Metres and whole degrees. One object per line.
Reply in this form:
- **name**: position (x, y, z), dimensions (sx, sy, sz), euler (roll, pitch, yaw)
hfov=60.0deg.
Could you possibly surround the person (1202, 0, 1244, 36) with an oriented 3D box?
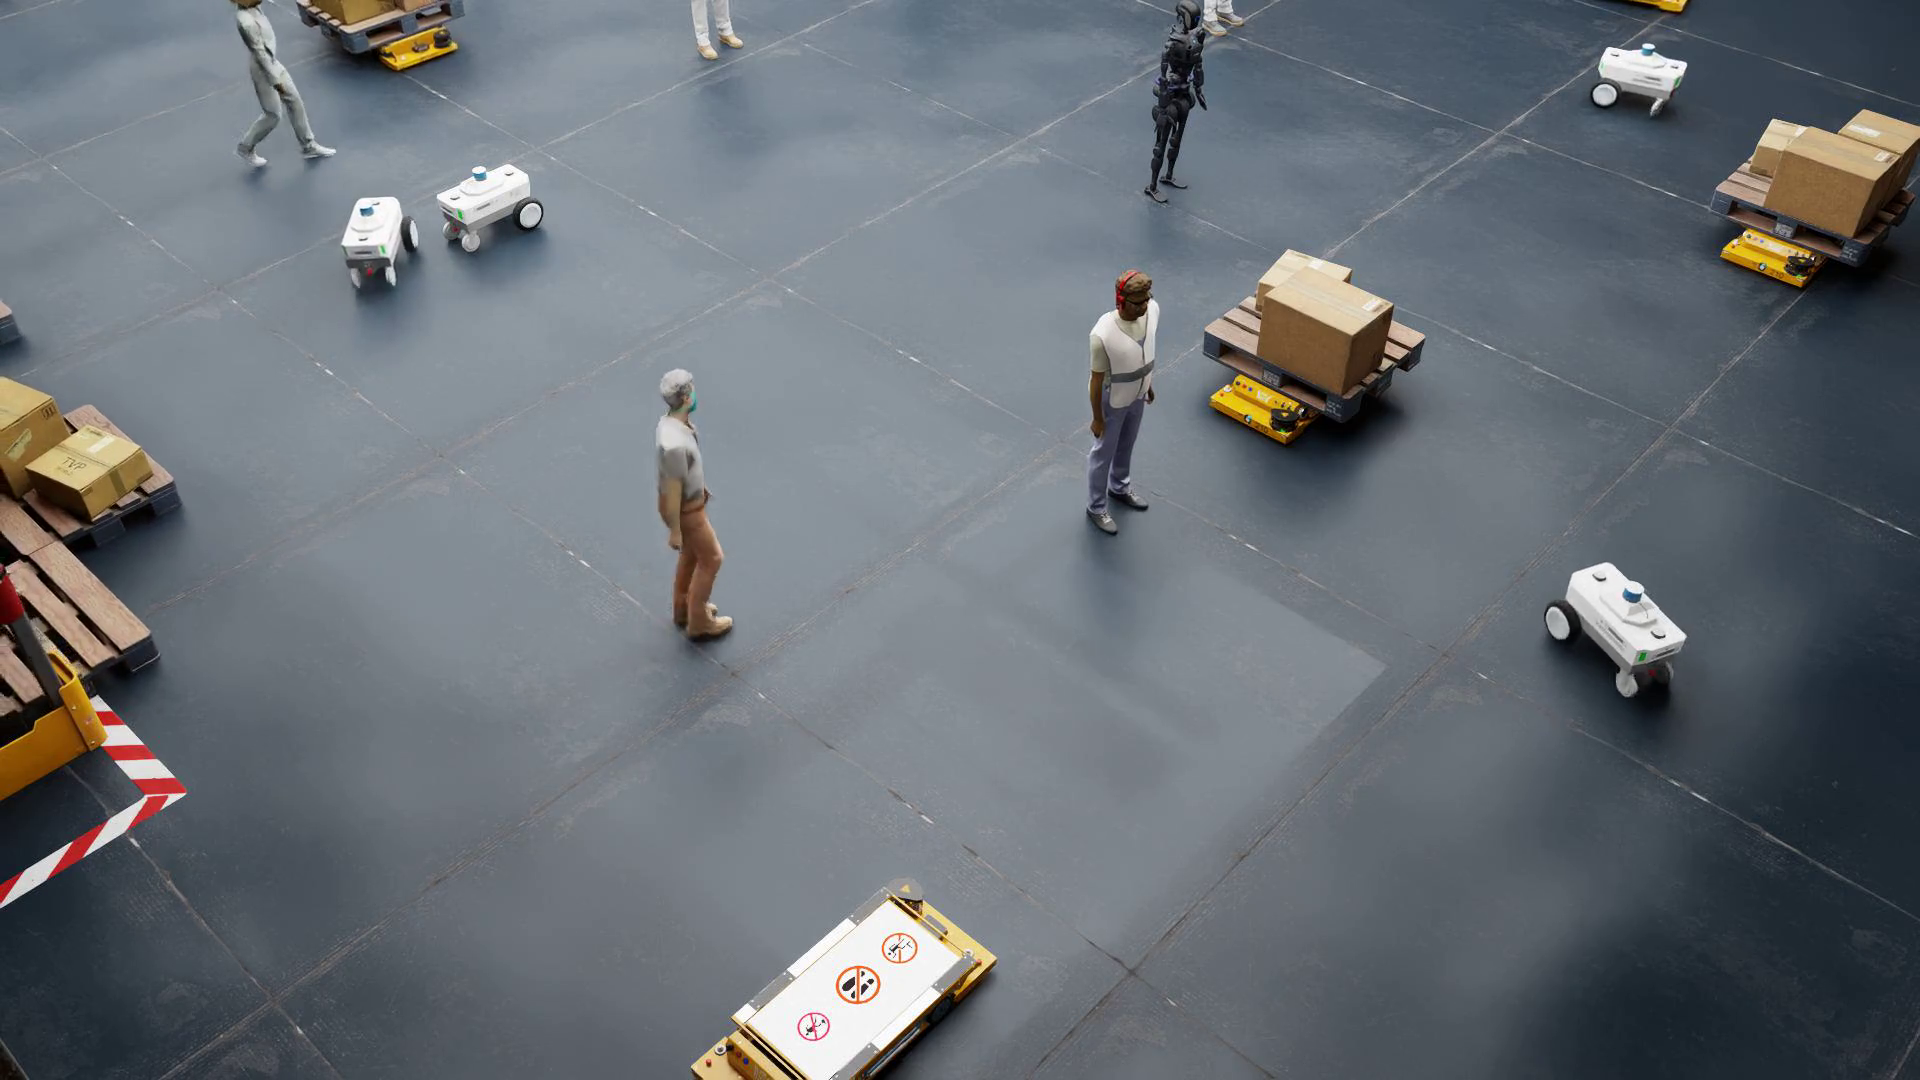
- **person**: position (2.558, -5.740, 15.699), dimensions (0.348, 1.882, 0.582), euler (31, 51, 30)

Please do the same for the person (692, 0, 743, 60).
- **person**: position (-2.311, -5.392, 15.341), dimensions (0.429, 1.846, 0.632), euler (31, 51, 30)

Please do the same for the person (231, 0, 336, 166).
- **person**: position (-5.794, -3.887, 13.763), dimensions (0.735, 1.710, 0.483), euler (-6, 42, -7)

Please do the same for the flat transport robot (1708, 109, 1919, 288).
- **flat transport robot**: position (6.719, -2.492, 13.295), dimensions (0.659, 0.231, 1.431), euler (32, 51, 30)

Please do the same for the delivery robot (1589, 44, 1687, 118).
- **delivery robot**: position (6.070, -4.161, 14.951), dimensions (0.786, 0.614, 0.499), euler (19, 45, 20)

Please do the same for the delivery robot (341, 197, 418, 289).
- **delivery robot**: position (-4.551, -2.355, 12.924), dimensions (0.499, 0.587, 0.789), euler (-3, 42, -4)

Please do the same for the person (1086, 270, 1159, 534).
- **person**: position (0.994, -0.886, 10.332), dimensions (0.381, 1.844, 0.569), euler (31, 51, 30)

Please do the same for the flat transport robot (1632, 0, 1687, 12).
- **flat transport robot**: position (6.651, -5.688, 16.848), dimensions (1.431, 0.231, 0.659), euler (19, 45, 20)

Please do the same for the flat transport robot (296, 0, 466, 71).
- **flat transport robot**: position (-5.512, -4.909, 15.982), dimensions (0.659, 0.231, 1.431), euler (-34, 52, -32)

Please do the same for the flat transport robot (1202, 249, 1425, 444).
- **flat transport robot**: position (2.473, -1.204, 11.864), dimensions (0.659, 0.231, 1.431), euler (32, 51, 30)

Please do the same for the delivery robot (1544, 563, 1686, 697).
- **delivery robot**: position (3.875, 0.477, 9.770), dimensions (0.499, 0.579, 0.753), euler (-16, 44, -17)

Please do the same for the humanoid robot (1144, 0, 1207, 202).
- **humanoid robot**: position (1.760, -3.563, 13.423), dimensions (0.315, 1.657, 0.599), euler (32, 51, 30)

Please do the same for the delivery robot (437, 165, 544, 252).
- **delivery robot**: position (-3.791, -2.710, 13.303), dimensions (0.499, 0.566, 0.739), euler (32, 51, 30)

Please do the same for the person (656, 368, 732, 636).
- **person**: position (-1.585, -0.191, 9.672), dimensions (0.412, 1.688, 0.562), euler (-9, 43, -10)

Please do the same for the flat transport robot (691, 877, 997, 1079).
- **flat transport robot**: position (-0.540, 2.262, 8.012), dimensions (0.659, 0.231, 1.431), euler (32, 51, 30)
